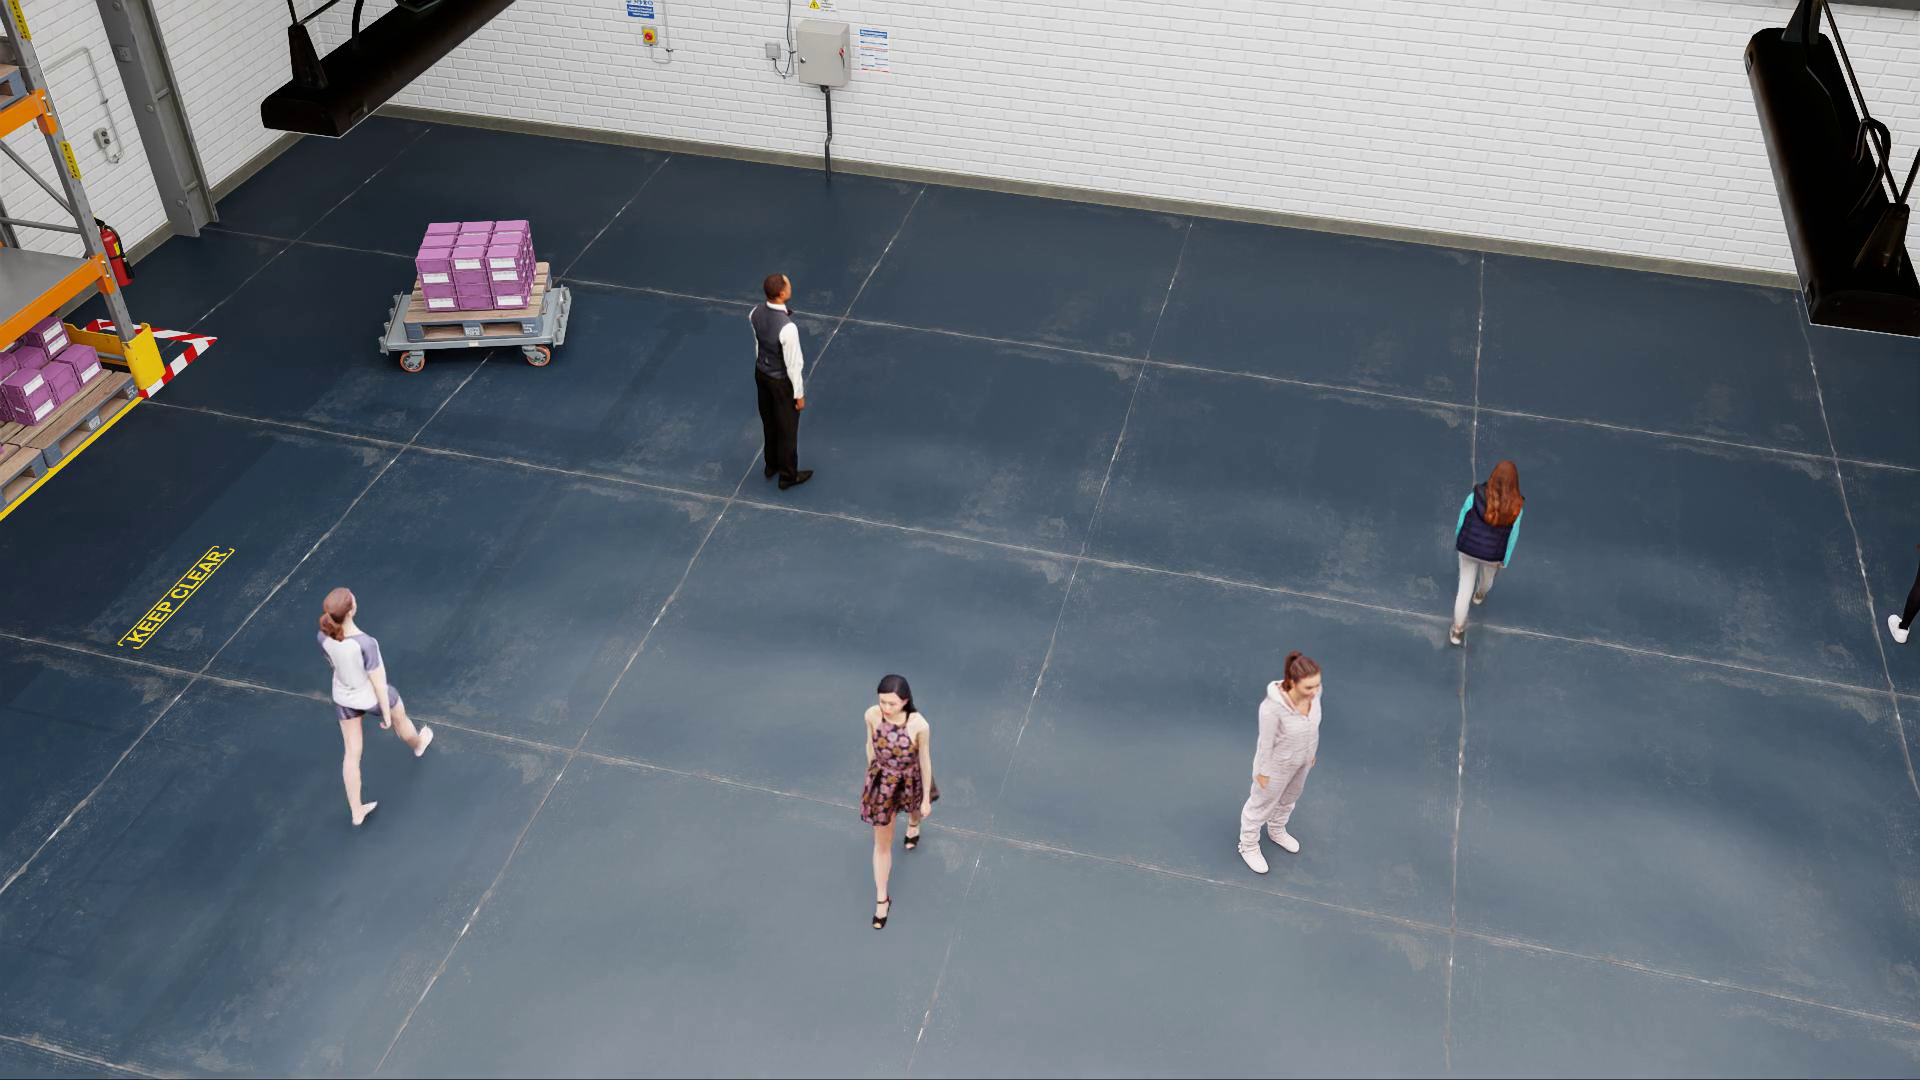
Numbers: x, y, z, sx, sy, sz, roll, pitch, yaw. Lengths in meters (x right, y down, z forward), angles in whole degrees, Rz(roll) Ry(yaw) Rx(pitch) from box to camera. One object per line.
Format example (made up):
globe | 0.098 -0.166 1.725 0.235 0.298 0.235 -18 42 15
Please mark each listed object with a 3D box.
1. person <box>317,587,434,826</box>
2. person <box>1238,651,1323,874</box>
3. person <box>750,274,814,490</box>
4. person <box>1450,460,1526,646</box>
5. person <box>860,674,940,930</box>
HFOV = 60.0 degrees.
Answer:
person | -3.881 1.082 10.678 0.683 1.714 1.168 4 39 6
person | 2.008 1.344 10.367 0.712 1.693 0.788 -23 44 -26
person | -1.481 -1.296 13.494 0.771 1.917 0.771 32 48 33
person | 3.780 0.115 12.095 0.625 1.457 0.972 12 40 15
person | -0.338 1.452 10.216 0.636 1.712 1.159 8 39 10
